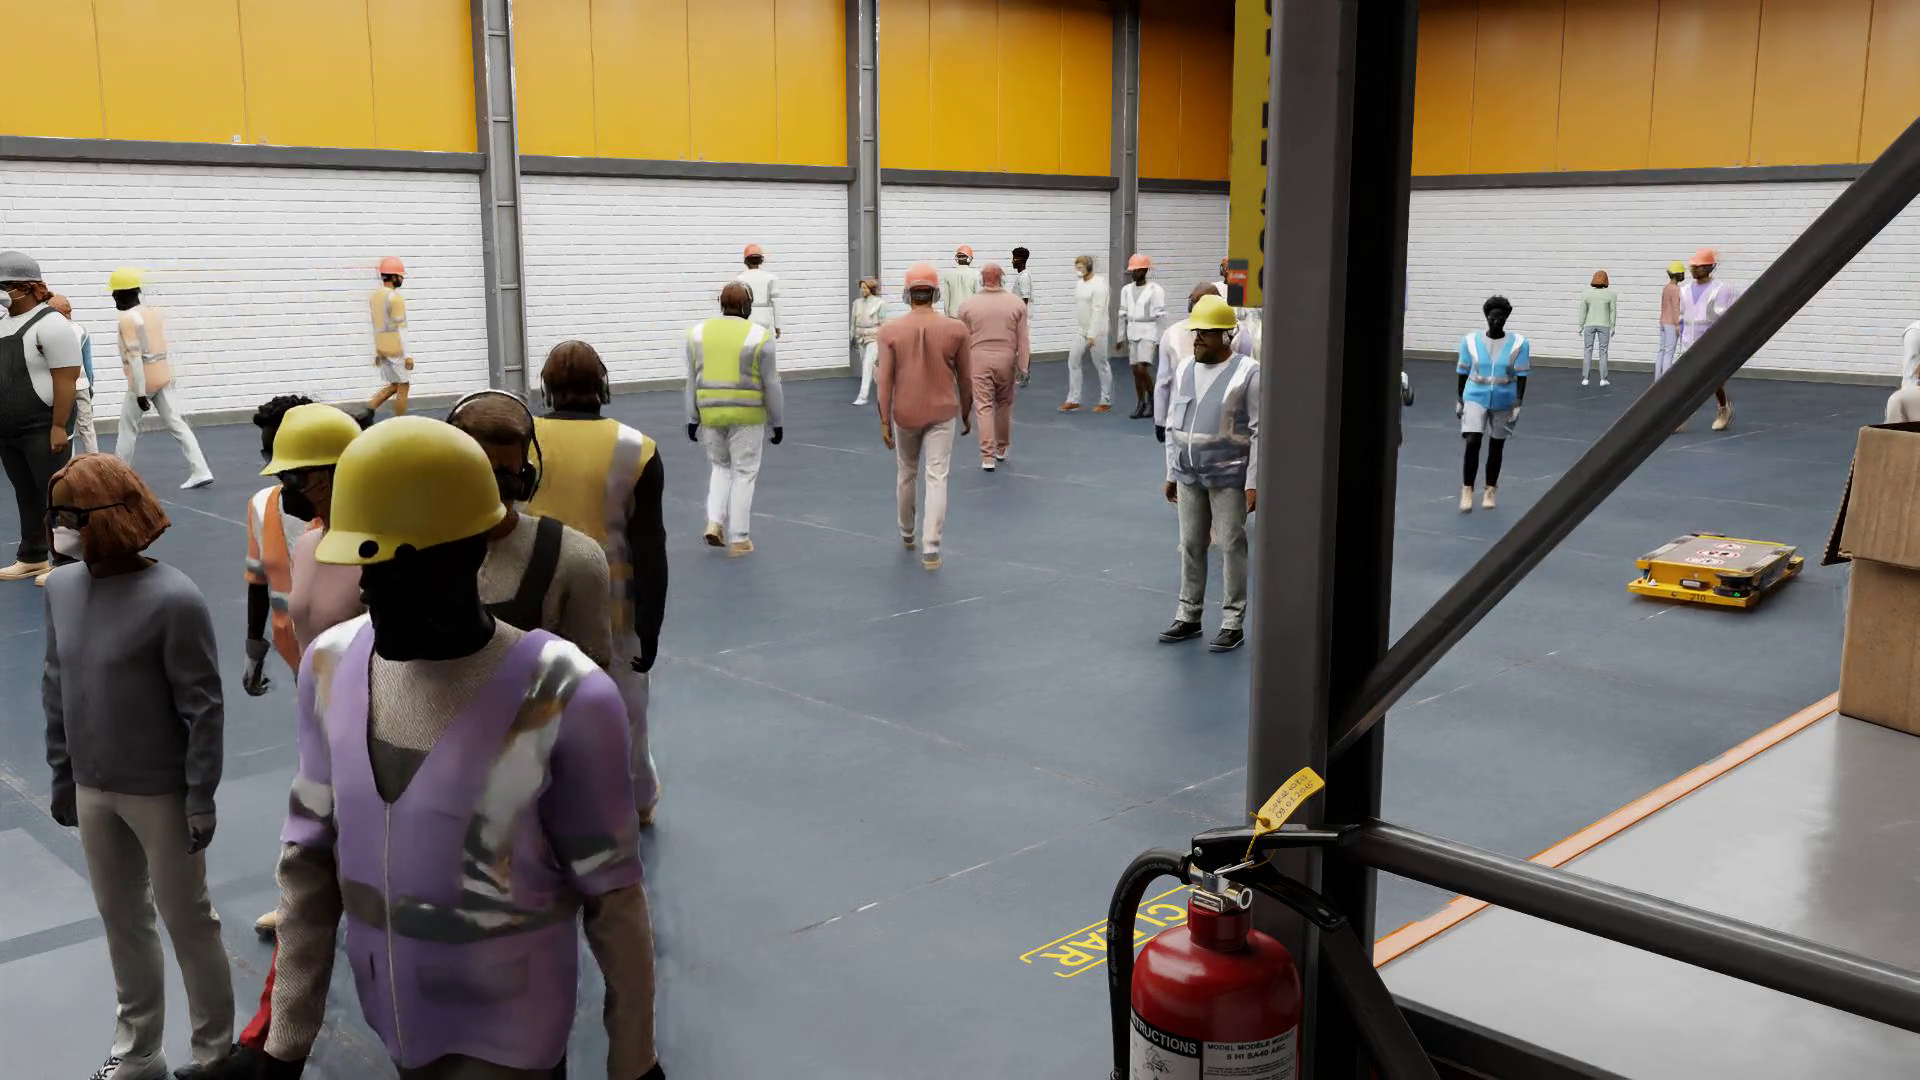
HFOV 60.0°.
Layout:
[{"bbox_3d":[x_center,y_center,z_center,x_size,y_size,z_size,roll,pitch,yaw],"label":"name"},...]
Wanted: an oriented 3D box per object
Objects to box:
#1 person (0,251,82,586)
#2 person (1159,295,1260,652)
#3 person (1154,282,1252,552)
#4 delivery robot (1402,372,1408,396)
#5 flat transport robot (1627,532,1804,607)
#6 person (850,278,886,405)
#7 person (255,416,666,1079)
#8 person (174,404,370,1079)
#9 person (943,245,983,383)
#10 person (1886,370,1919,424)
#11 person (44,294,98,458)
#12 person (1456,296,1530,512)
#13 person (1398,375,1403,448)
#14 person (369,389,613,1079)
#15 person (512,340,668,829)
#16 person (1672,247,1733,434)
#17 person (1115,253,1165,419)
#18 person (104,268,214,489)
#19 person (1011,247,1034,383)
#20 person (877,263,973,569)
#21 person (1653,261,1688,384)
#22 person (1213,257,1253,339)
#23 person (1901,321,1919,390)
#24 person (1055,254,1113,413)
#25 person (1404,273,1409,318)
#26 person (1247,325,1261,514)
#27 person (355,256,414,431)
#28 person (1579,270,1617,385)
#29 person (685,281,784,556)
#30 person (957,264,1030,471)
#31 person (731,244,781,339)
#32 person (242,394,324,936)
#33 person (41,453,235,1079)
[{"bbox_3d":[-5.706,-0.737,10.161,0.679,2.000,0.537,6,12,30],"label":"person"},{"bbox_3d":[1.295,-0.341,8.570,0.596,1.831,0.403,10,14,43],"label":"person"},{"bbox_3d":[1.616,-0.811,11.158,0.658,1.824,0.451,3,11,15],"label":"person"},{"bbox_3d":[5.414,-2.034,21.035,0.477,0.478,0.707,0,10,0],"label":"delivery robot"},{"bbox_3d":[4.604,0.163,10.085,0.652,0.197,1.431,8,13,38],"label":"flat transport robot"},{"bbox_3d":[-1.131,-2.535,21.157,0.525,1.604,0.800,8,13,36],"label":"person"},{"bbox_3d":[-0.748,0.723,2.678,0.575,1.891,0.964,6,12,29],"label":"person"},{"bbox_3d":[-1.543,0.511,4.260,0.545,1.711,0.937,7,13,35],"label":"person"},{"bbox_3d":[0.067,-3.241,23.964,0.610,1.986,0.393,4,11,19],"label":"person"},{"bbox_3d":[4.968,-0.220,8.471,0.535,1.621,0.337,1,10,7],"label":"person"},{"bbox_3d":[-7.629,-1.276,14.198,0.311,1.639,0.521,5,12,26],"label":"person"},{"bbox_3d":[4.084,-1.030,12.779,0.532,1.659,0.723,3,11,14],"label":"person"},{"bbox_3d":[2.575,-0.776,10.706,0.568,1.916,0.652,-7,12,-33],"label":"person"},{"bbox_3d":[-1.020,0.593,3.504,0.553,1.820,0.548,3,11,14],"label":"person"},{"bbox_3d":[-1.269,0.225,5.603,0.618,1.785,0.956,-1,10,-3],"label":"person"},{"bbox_3d":[8.041,-2.149,17.954,0.966,2.011,0.611,-7,12,-33],"label":"person"},{"bbox_3d":[2.097,-2.349,19.293,0.554,1.923,0.453,10,14,43],"label":"person"},{"bbox_3d":[-6.802,-1.333,13.900,1.035,1.869,0.593,1,10,5],"label":"person"},{"bbox_3d":[0.889,-3.244,24.037,0.368,1.966,0.603,1,10,3],"label":"person"},{"bbox_3d":[-0.225,-0.832,10.939,0.621,1.941,1.017,0,10,1],"label":"person"},{"bbox_3d":[9.975,-3.002,23.272,0.328,1.766,0.535,0,10,3],"label":"person"},{"bbox_3d":[3.133,-2.366,19.482,0.572,1.883,0.356,3,11,16],"label":"person"},{"bbox_3d":[6.339,-0.791,10.887,0.584,1.882,0.337,-7,13,-34],"label":"person"},{"bbox_3d":[1.501,-2.447,19.858,0.810,1.898,0.658,-5,12,-27],"label":"person"},{"bbox_3d":[7.061,-3.751,27.028,0.454,1.885,0.734,-1,10,-6],"label":"person"},{"bbox_3d":[2.255,-0.990,12.186,0.514,1.812,0.596,3,11,14],"label":"person"},{"bbox_3d":[-5.916,-1.964,17.189,0.565,1.917,0.551,-10,15,-44],"label":"person"},{"bbox_3d":[9.086,-3.019,23.716,0.498,1.634,0.284,6,12,28],"label":"person"},{"bbox_3d":[-1.493,-0.801,11.086,0.659,1.828,0.446,3,11,16],"label":"person"},{"bbox_3d":[0.283,-1.601,15.339,0.679,1.860,0.952,-1,10,-3],"label":"person"},{"bbox_3d":[-2.710,-2.831,21.660,0.637,2.012,0.865,-4,11,-23],"label":"person"},{"bbox_3d":[-2.007,0.341,5.357,0.540,1.647,0.881,4,11,20],"label":"person"},{"bbox_3d":[-1.979,0.600,3.983,0.507,1.631,0.266,4,11,22],"label":"person"}]
